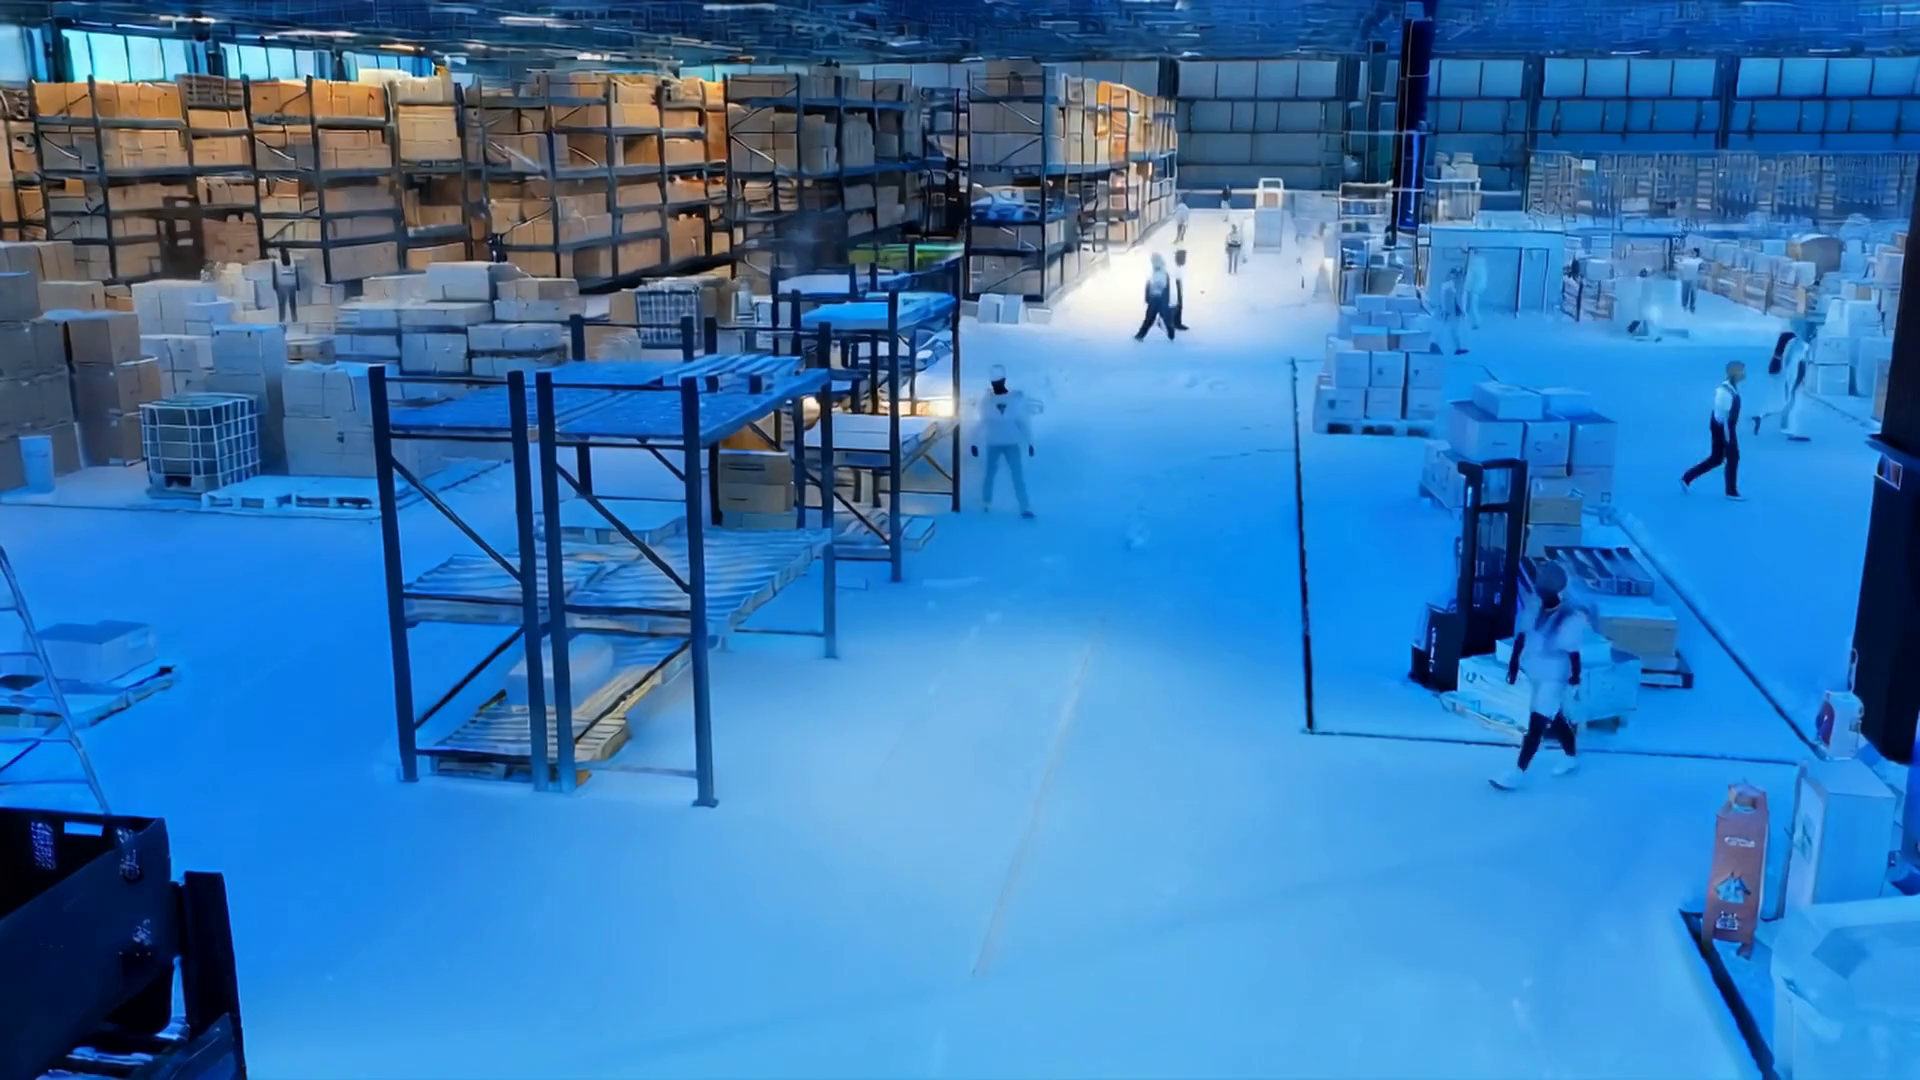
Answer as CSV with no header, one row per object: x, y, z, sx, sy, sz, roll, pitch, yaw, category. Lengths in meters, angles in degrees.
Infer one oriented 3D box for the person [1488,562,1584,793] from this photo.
4.176,0.954,11.859,0.892,1.644,0.550,-5,15,-19,person

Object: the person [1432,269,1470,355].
10.195,-4.726,34.595,0.997,1.816,0.534,-2,14,-7,person

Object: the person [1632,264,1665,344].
15.271,-5.189,36.642,0.672,1.733,0.536,8,16,28,person

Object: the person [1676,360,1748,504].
9.579,-1.377,20.982,0.787,1.826,0.514,11,18,39,person

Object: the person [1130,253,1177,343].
4.353,-5.378,36.766,1.067,2.000,0.692,8,16,31,person

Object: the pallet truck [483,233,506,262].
-11.832,-7.026,43.548,1.885,1.965,0.823,8,16,28,pallet truck

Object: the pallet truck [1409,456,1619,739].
4.504,0.400,13.395,0.823,1.965,1.885,-6,15,-23,pallet truck

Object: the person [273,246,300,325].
-16.252,-6.146,40.162,0.592,1.910,0.386,-11,18,-38,person

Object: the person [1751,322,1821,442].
12.457,-2.376,25.010,0.799,1.832,0.558,2,14,7,person

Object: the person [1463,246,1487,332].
11.950,-5.853,38.820,0.655,1.973,0.644,-11,17,-37,person

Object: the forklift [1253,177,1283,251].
12.083,-12.747,64.956,1.129,2.768,1.873,3,14,10,forklift

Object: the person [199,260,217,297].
-18.204,-5.983,40.196,0.781,1.572,0.535,5,15,18,person

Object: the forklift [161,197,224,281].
-21.287,-8.013,45.736,1.129,2.768,1.873,3,14,10,forklift

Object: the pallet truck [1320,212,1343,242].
15.874,-13.227,70.310,0.680,1.201,1.601,10,17,35,pallet truck

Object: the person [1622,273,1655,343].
15.101,-5.216,36.843,0.677,1.679,0.545,7,16,28,person

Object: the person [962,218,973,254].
0.400,-11.720,63.331,0.886,1.631,0.574,-8,16,-28,person

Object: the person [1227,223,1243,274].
8.997,-9.553,54.525,0.540,1.643,0.893,1,14,3,person

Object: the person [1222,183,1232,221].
13.883,-17.539,86.336,0.616,1.943,0.395,-7,16,-27,person

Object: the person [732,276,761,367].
-4.167,-4.214,32.435,0.584,1.855,0.884,0,14,-1,person

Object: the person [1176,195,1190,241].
9.516,-13.752,71.014,0.560,1.918,0.578,2,14,6,person

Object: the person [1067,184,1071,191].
6.049,-18.772,91.805,0.917,1.725,0.534,2,14,8,person

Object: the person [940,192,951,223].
-0.720,-17.174,84.957,0.568,1.890,0.946,0,14,0,person

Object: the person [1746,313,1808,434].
12.652,-2.574,25.704,0.681,1.888,0.611,2,14,9,person

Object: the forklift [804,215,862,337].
-2.867,-5.658,36.175,1.129,2.768,1.873,3,14,10,forklift

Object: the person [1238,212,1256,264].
10.150,-10.726,59.002,0.624,1.778,0.932,1,14,5,person

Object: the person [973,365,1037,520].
0.517,-1.192,20.123,0.730,1.878,0.818,0,14,-2,person

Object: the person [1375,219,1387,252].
14.517,-10.238,57.338,0.268,1.630,0.507,-8,16,-30,person

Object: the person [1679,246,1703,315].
18.605,-6.598,42.365,0.537,1.726,0.892,4,15,18,person

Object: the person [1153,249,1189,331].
4.932,-5.812,38.748,0.800,1.935,0.609,1,14,3,person
